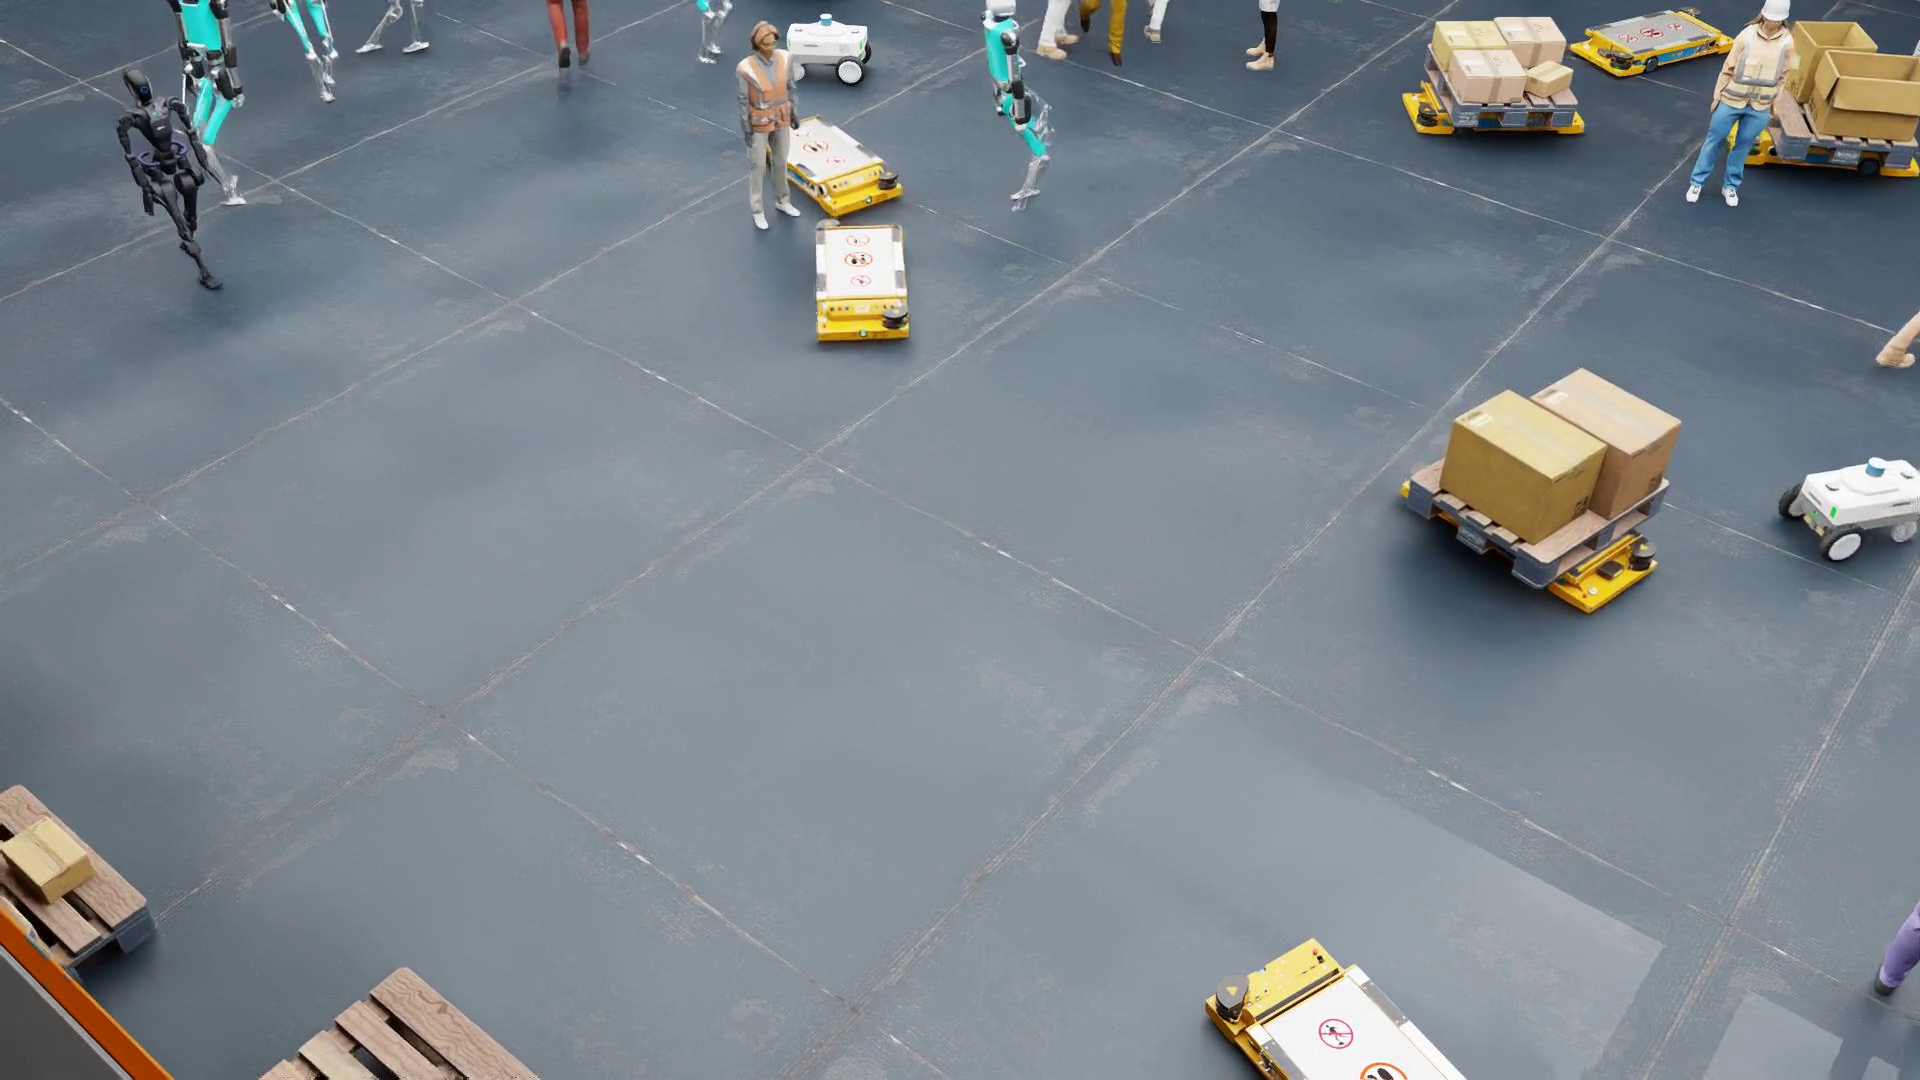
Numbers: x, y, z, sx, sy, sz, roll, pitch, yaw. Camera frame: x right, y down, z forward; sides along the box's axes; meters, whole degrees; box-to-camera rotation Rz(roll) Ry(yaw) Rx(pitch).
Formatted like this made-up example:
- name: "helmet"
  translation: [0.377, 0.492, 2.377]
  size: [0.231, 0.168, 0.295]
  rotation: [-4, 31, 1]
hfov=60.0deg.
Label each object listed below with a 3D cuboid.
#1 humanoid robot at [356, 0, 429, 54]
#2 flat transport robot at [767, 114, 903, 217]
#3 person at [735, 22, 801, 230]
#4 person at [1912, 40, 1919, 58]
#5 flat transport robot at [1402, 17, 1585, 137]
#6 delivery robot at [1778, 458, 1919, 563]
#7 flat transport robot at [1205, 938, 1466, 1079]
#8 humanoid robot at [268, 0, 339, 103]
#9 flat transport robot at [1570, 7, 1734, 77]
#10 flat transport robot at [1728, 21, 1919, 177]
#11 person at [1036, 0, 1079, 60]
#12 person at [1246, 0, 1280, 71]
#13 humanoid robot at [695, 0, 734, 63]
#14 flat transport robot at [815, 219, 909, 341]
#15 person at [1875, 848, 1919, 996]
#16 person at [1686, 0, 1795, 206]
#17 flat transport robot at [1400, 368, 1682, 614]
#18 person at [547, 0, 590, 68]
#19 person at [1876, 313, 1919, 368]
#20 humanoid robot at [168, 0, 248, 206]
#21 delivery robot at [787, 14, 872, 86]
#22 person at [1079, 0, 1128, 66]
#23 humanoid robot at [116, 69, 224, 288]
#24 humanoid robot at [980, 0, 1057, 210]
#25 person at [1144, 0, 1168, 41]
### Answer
- name: "humanoid robot"
  translation: [-5.260, -5.294, 15.190]
  size: [0.886, 1.787, 0.578]
  rotation: [-11, 42, -13]
- name: "flat transport robot"
  translation: [-1.137, -3.122, 13.750]
  size: [0.659, 0.231, 1.431]
  rotation: [-24, 46, -26]
- name: "person"
  translation: [-1.463, -3.193, 12.783]
  size: [0.536, 1.632, 0.316]
  rotation: [-27, 47, -28]
- name: "person"
  translation: [8.413, -4.393, 14.134]
  size: [0.432, 1.716, 0.546]
  rotation: [-25, 46, -26]
- name: "flat transport robot"
  translation: [4.651, -3.772, 14.515]
  size: [1.431, 0.231, 0.659]
  rotation: [0, 40, 0]
- name: "delivery robot"
  translation: [5.486, -0.242, 10.126]
  size: [0.759, 0.575, 0.499]
  rotation: [-9, 41, -10]
- name: "flat transport robot"
  translation: [1.778, 2.383, 7.275]
  size: [0.659, 0.231, 1.431]
  rotation: [-22, 45, -24]
- name: "humanoid robot"
  translation: [-5.670, -4.654, 14.430]
  size: [0.554, 1.803, 0.805]
  rotation: [-28, 48, -29]
- name: "flat transport robot"
  translation: [6.501, -4.659, 15.559]
  size: [1.431, 0.231, 0.659]
  rotation: [-17, 43, -19]
- name: "flat transport robot"
  translation: [7.260, -3.336, 14.003]
  size: [1.431, 0.231, 0.659]
  rotation: [7, 41, 8]
- name: "person"
  translation: [0.936, -5.334, 15.169]
  size: [0.443, 1.813, 0.665]
  rotation: [2, 40, 3]
- name: "person"
  translation: [2.784, -5.090, 14.970]
  size: [0.321, 1.690, 0.531]
  rotation: [6, 41, 7]
- name: "humanoid robot"
  translation: [-2.333, -5.216, 15.116]
  size: [0.802, 1.826, 0.553]
  rotation: [29, 48, 30]
- name: "flat transport robot"
  translation: [-0.740, -1.951, 12.373]
  size: [0.659, 0.231, 1.431]
  rotation: [-3, 40, -3]
- name: "person"
  translation: [4.440, 1.426, 7.183]
  size: [0.397, 1.846, 0.563]
  rotation: [-27, 47, -28]
- name: "person"
  translation: [6.140, -3.439, 12.996]
  size: [0.491, 1.729, 0.370]
  rotation: [9, 41, 10]
- name: "flat transport robot"
  translation: [3.482, -0.115, 10.214]
  size: [0.659, 0.231, 1.431]
  rotation: [-27, 47, -28]
- name: "person"
  translation: [-3.533, -5.112, 14.858]
  size: [0.569, 1.860, 0.552]
  rotation: [-7, 41, -9]
- name: "person"
  translation: [6.892, -1.890, 11.240]
  size: [0.980, 1.654, 0.457]
  rotation: [-3, 40, -4]
- name: "humanoid robot"
  translation: [-5.981, -3.479, 13.034]
  size: [0.588, 1.773, 0.871]
  rotation: [15, 43, 17]
- name: "delivery robot"
  translation: [-1.183, -4.479, 15.124]
  size: [0.774, 0.592, 0.499]
  rotation: [3, 40, 4]
- name: "person"
  translation: [1.331, -5.254, 15.120]
  size: [0.536, 1.725, 0.694]
  rotation: [-7, 41, -8]
- name: "humanoid robot"
  translation: [-5.778, -2.693, 12.210]
  size: [0.801, 1.632, 0.585]
  rotation: [29, 48, 30]
- name: "humanoid robot"
  translation: [0.541, -3.390, 12.958]
  size: [0.771, 1.801, 0.531]
  rotation: [-14, 42, -15]
- name: "person"
  translation: [1.884, -5.704, 15.589]
  size: [0.646, 1.822, 0.988]
  rotation: [6, 41, 7]
